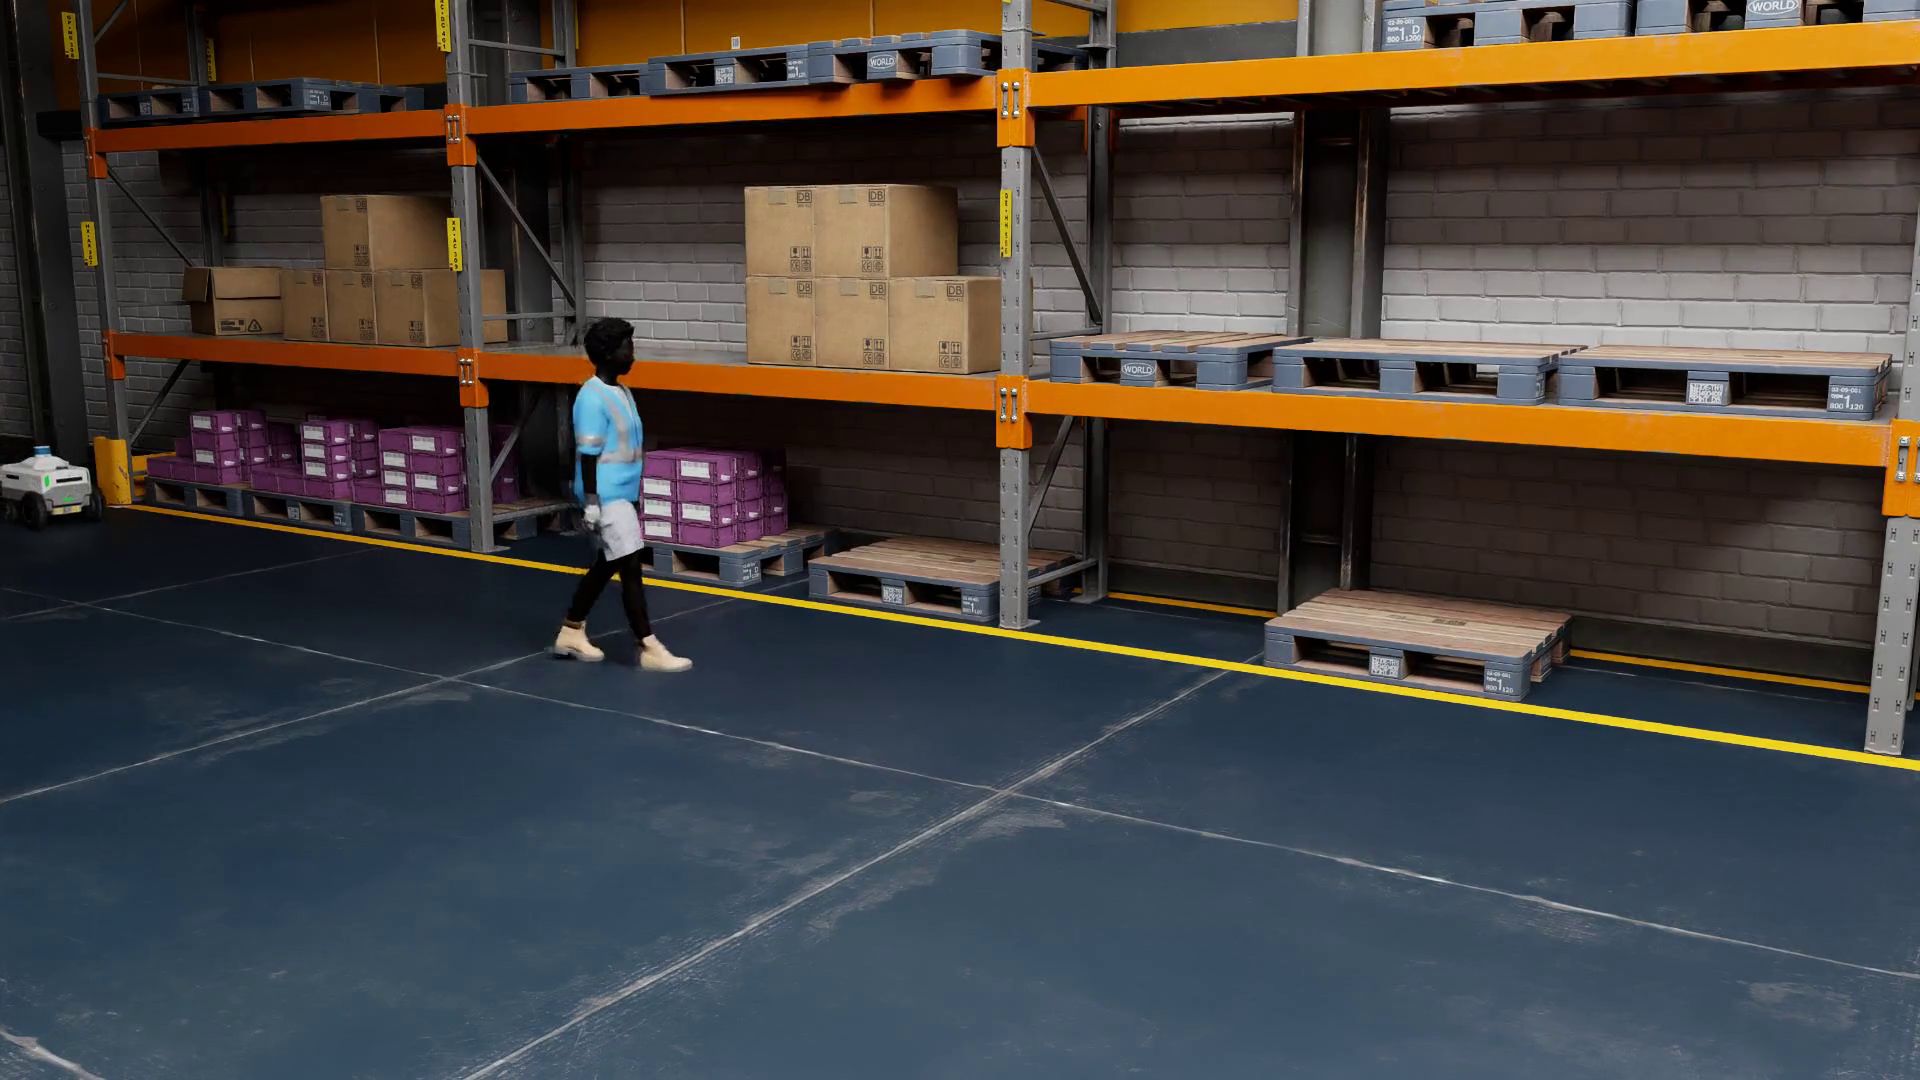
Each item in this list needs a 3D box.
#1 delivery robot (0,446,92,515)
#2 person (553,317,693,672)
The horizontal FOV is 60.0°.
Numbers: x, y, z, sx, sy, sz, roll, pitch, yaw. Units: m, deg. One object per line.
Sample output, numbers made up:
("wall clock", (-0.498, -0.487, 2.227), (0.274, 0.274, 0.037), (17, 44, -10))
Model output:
("delivery robot", (-6.527, -0.429, 11.864), (0.707, 0.478, 0.477), (7, 13, 35))
("person", (-1.636, -0.212, 7.831), (0.713, 1.674, 0.542), (1, 10, 4))
